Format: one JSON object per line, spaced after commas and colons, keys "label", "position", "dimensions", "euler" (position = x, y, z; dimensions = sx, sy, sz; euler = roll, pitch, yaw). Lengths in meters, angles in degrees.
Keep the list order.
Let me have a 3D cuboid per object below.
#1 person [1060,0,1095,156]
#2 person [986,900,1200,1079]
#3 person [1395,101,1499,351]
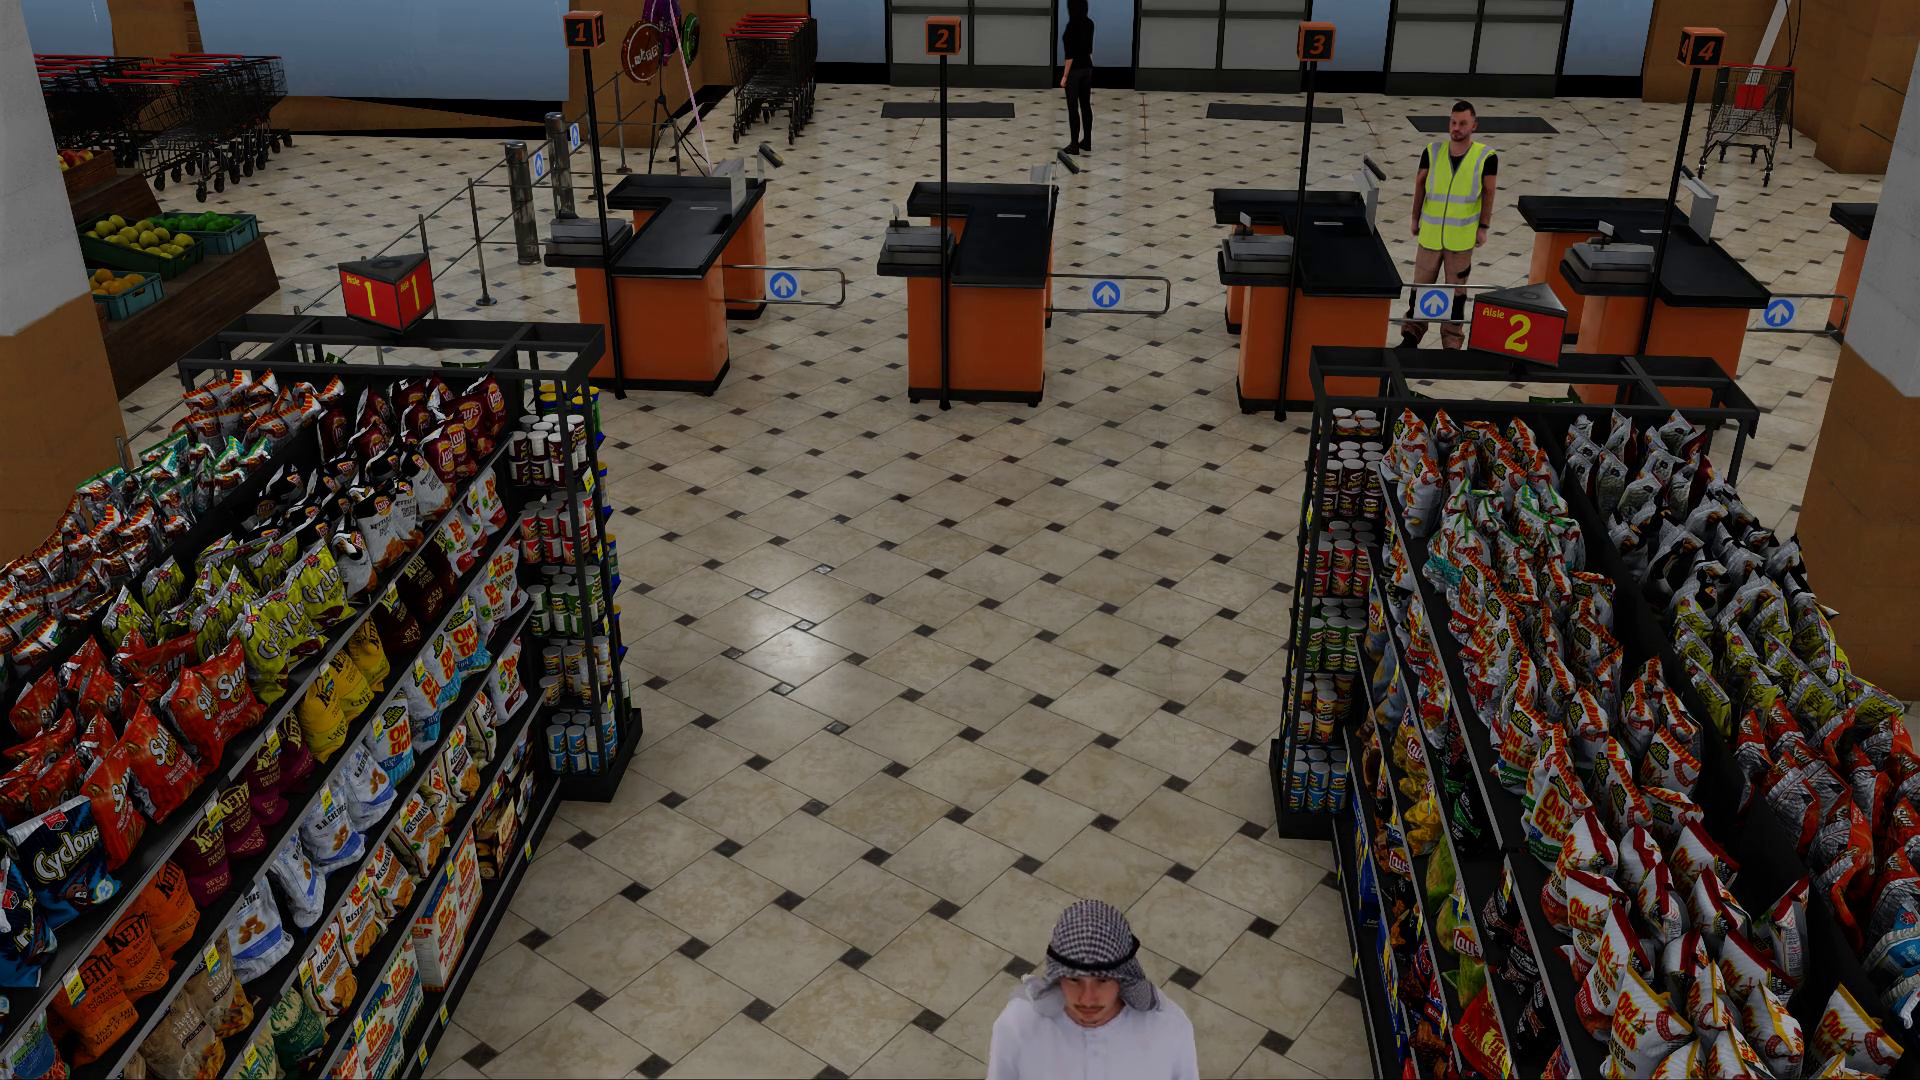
{"label": "person", "position": [1.227, -4.836, 17.199], "dimensions": [0.724, 1.638, 0.645], "euler": [24, 36, 39]}
{"label": "person", "position": [0.323, 1.620, 4.164], "dimensions": [0.721, 1.914, 0.765], "euler": [1, 27, 2]}
{"label": "person", "position": [3.441, -2.170, 11.714], "dimensions": [0.796, 1.844, 0.809], "euler": [11, 29, 21]}
